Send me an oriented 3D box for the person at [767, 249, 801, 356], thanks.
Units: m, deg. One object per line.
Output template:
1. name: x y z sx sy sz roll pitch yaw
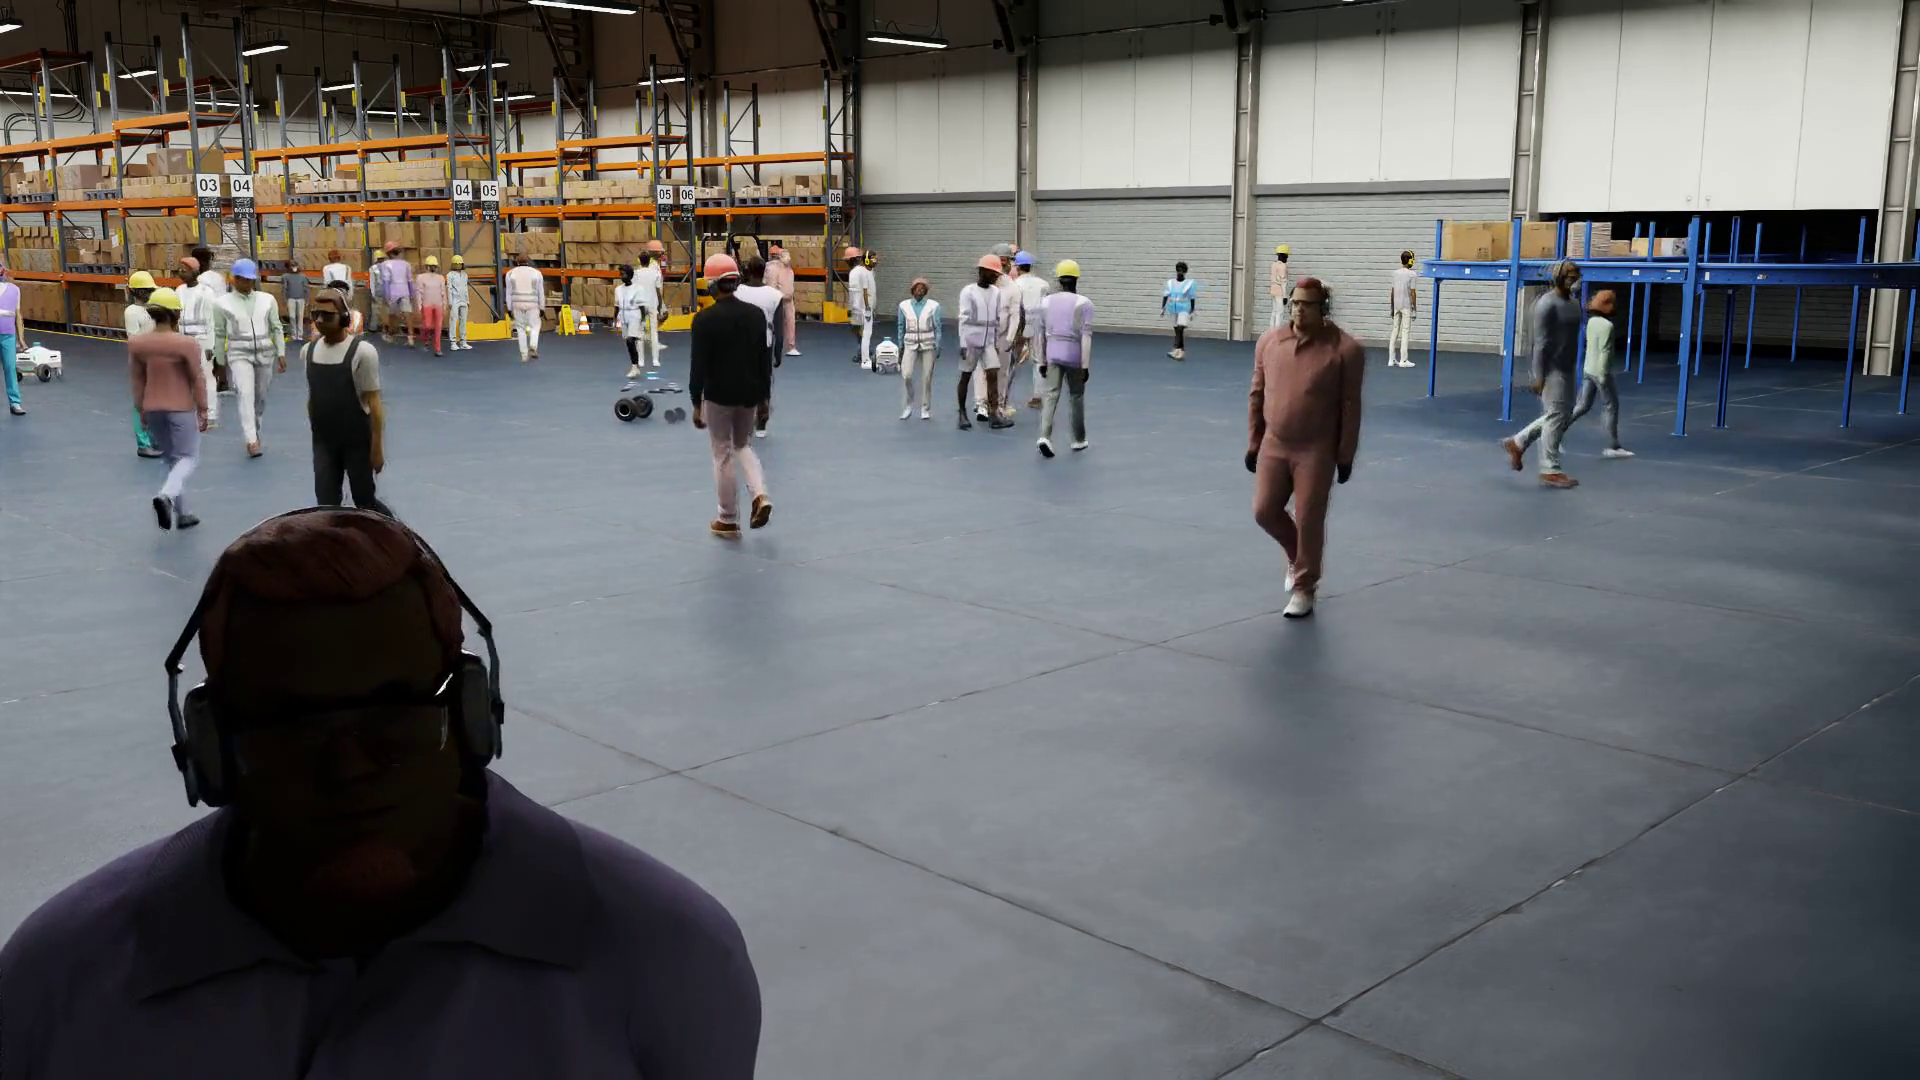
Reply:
1. person: -3.190 -4.198 29.371 0.804 1.880 0.651 8 13 36

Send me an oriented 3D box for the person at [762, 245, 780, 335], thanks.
1. person: -3.966 -5.364 35.685 0.557 1.899 0.971 -1 10 -7

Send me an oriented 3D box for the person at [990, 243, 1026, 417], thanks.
1. person: 0.511 -2.451 19.509 0.535 2.000 0.734 -3 11 -16

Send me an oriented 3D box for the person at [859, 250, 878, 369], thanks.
1. person: -1.444 -3.683 26.575 0.328 1.872 0.511 0 10 2

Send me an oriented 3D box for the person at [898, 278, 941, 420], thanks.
1. person: -0.467 -2.184 19.086 0.515 1.616 0.604 1 10 5

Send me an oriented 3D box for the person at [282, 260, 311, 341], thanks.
1. person: -13.309 -4.807 33.370 0.529 1.612 0.521 -5 12 -26

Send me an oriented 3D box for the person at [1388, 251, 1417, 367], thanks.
1. person: 7.173 -3.733 26.897 0.317 1.860 0.514 -8 13 -37

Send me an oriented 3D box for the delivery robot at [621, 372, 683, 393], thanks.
1. delivery robot: -3.553 -1.819 19.153 0.698 0.223 0.335 3 11 14

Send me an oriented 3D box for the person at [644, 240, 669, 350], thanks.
1. person: -5.601 -4.534 30.800 0.429 2.019 0.636 -1 10 -8

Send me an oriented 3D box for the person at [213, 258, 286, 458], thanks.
1. person: -6.920 -1.789 16.189 0.607 1.897 1.012 -8 13 -38

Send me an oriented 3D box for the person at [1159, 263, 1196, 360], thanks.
1. person: 3.671 -3.854 28.082 0.538 1.643 0.909 7 12 32

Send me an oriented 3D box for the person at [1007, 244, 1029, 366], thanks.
1. person: 0.849 -3.703 26.427 0.591 1.961 0.650 5 12 27

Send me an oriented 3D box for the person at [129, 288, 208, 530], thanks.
1. person: -5.661 -0.919 11.866 0.529 1.744 0.680 1 10 3

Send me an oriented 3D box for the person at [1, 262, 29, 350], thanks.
1. person: -17.344 -4.253 30.359 0.584 1.620 0.528 3 11 17

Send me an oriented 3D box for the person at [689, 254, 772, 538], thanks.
1. person: -1.605 -1.000 11.638 0.641 1.981 0.467 -9 14 -42

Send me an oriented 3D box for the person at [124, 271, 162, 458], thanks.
1. person: -7.809 -1.691 16.001 0.310 1.769 0.525 0 10 -2

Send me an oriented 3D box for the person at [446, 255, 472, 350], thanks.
1. person: -9.316 -4.422 30.954 0.316 1.742 0.492 6 12 31

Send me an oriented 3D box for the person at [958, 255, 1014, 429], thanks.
1. person: 0.251 -2.133 18.049 0.627 1.881 0.914 -7 12 -33

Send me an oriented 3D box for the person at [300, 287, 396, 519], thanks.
1. person: -3.603 -0.586 9.857 0.506 1.823 0.769 2 11 12

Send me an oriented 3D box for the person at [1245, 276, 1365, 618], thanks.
1. person: 1.932 -0.535 9.351 0.662 1.890 0.513 7 12 33

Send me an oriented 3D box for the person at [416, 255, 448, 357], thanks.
1. person: -9.240 -4.103 29.153 0.543 1.755 0.382 -9 13 -39

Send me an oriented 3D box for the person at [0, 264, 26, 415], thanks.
1. person: -11.362 -2.400 19.634 0.566 1.850 0.389 -10 14 -42

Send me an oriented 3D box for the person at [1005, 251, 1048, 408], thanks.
1. person: 0.776 -2.607 20.609 0.620 1.897 0.947 -5 11 -24

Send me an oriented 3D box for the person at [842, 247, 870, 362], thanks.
1. person: -1.733 -3.928 27.795 0.476 1.910 0.573 3 11 15

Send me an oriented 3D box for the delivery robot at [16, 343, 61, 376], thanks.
1. delivery robot: -13.541 -2.655 24.422 0.477 0.478 0.707 0 10 2

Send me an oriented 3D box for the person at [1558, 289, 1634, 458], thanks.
1. person: 6.051 -1.589 15.877 0.784 1.605 0.514 0 10 0

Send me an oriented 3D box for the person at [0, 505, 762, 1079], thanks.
1. person: -0.479 0.914 1.404 0.652 1.908 0.409 -1 10 -6

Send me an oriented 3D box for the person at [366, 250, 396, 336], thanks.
1. person: -12.232 -5.204 35.094 0.925 1.785 0.603 10 14 43

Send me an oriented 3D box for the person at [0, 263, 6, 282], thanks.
1. person: -17.543 -4.350 30.030 0.630 1.940 0.371 -10 14 -43

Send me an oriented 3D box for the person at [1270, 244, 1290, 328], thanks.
1. person: 6.264 -4.803 32.521 0.359 1.930 0.587 -2 11 -10

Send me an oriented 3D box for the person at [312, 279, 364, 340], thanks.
1. person: -6.293 -1.799 16.818 0.537 1.675 0.651 -8 13 -38

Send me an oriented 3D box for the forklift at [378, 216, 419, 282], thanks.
1. forklift: -17.868 -9.201 54.028 1.873 2.768 1.129 -10 14 -44

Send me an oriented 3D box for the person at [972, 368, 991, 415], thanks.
1. person: 0.364 -2.291 19.679 0.511 1.615 0.358 -3 11 -14

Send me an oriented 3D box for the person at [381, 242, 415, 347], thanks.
1. person: -10.733 -4.676 31.715 0.649 1.969 1.101 -10 14 -43

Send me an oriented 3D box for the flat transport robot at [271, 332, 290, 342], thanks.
1. flat transport robot: -13.981 -4.069 33.164 0.652 0.197 1.431 -10 14 -42

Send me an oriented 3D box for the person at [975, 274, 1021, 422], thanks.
1. person: 0.362 -2.264 18.865 0.631 1.851 0.967 2 11 8

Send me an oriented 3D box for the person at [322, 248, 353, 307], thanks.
1. person: -11.790 -4.604 31.624 0.732 1.863 0.590 9 14 40

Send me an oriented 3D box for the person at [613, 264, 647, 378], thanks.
1. person: -4.907 -3.217 24.529 0.553 1.672 0.563 6 12 29

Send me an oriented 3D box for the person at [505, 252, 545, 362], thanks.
1. person: -7.307 -3.919 27.978 0.643 1.827 0.450 -2 11 -10

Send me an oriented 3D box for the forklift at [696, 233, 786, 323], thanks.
1. forklift: -5.496 -6.489 41.108 2.313 2.155 1.214 -10 14 -44

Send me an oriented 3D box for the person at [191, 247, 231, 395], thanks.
1. person: -10.031 -2.902 22.078 0.644 1.946 0.620 1 10 3

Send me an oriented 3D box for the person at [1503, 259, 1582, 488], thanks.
1. person: 5.010 -1.433 14.204 0.635 1.922 0.690 -10 14 -42

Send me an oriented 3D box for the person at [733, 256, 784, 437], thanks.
1. person: -2.129 -2.001 17.312 0.603 1.900 0.729 -2 11 -10

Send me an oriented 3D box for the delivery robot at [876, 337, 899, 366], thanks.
1. delivery robot: -1.124 -2.898 25.743 0.477 0.478 0.707 0 10 -2

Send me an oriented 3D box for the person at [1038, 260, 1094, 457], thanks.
1. person: 0.998 -1.768 16.129 0.598 1.879 1.013 5 11 25

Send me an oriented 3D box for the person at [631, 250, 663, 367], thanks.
1. person: -5.081 -3.754 26.985 0.525 1.868 0.353 -1 10 -7

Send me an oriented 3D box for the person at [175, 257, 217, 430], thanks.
1. person: -8.354 -2.128 18.087 0.604 1.870 0.494 5 12 25
